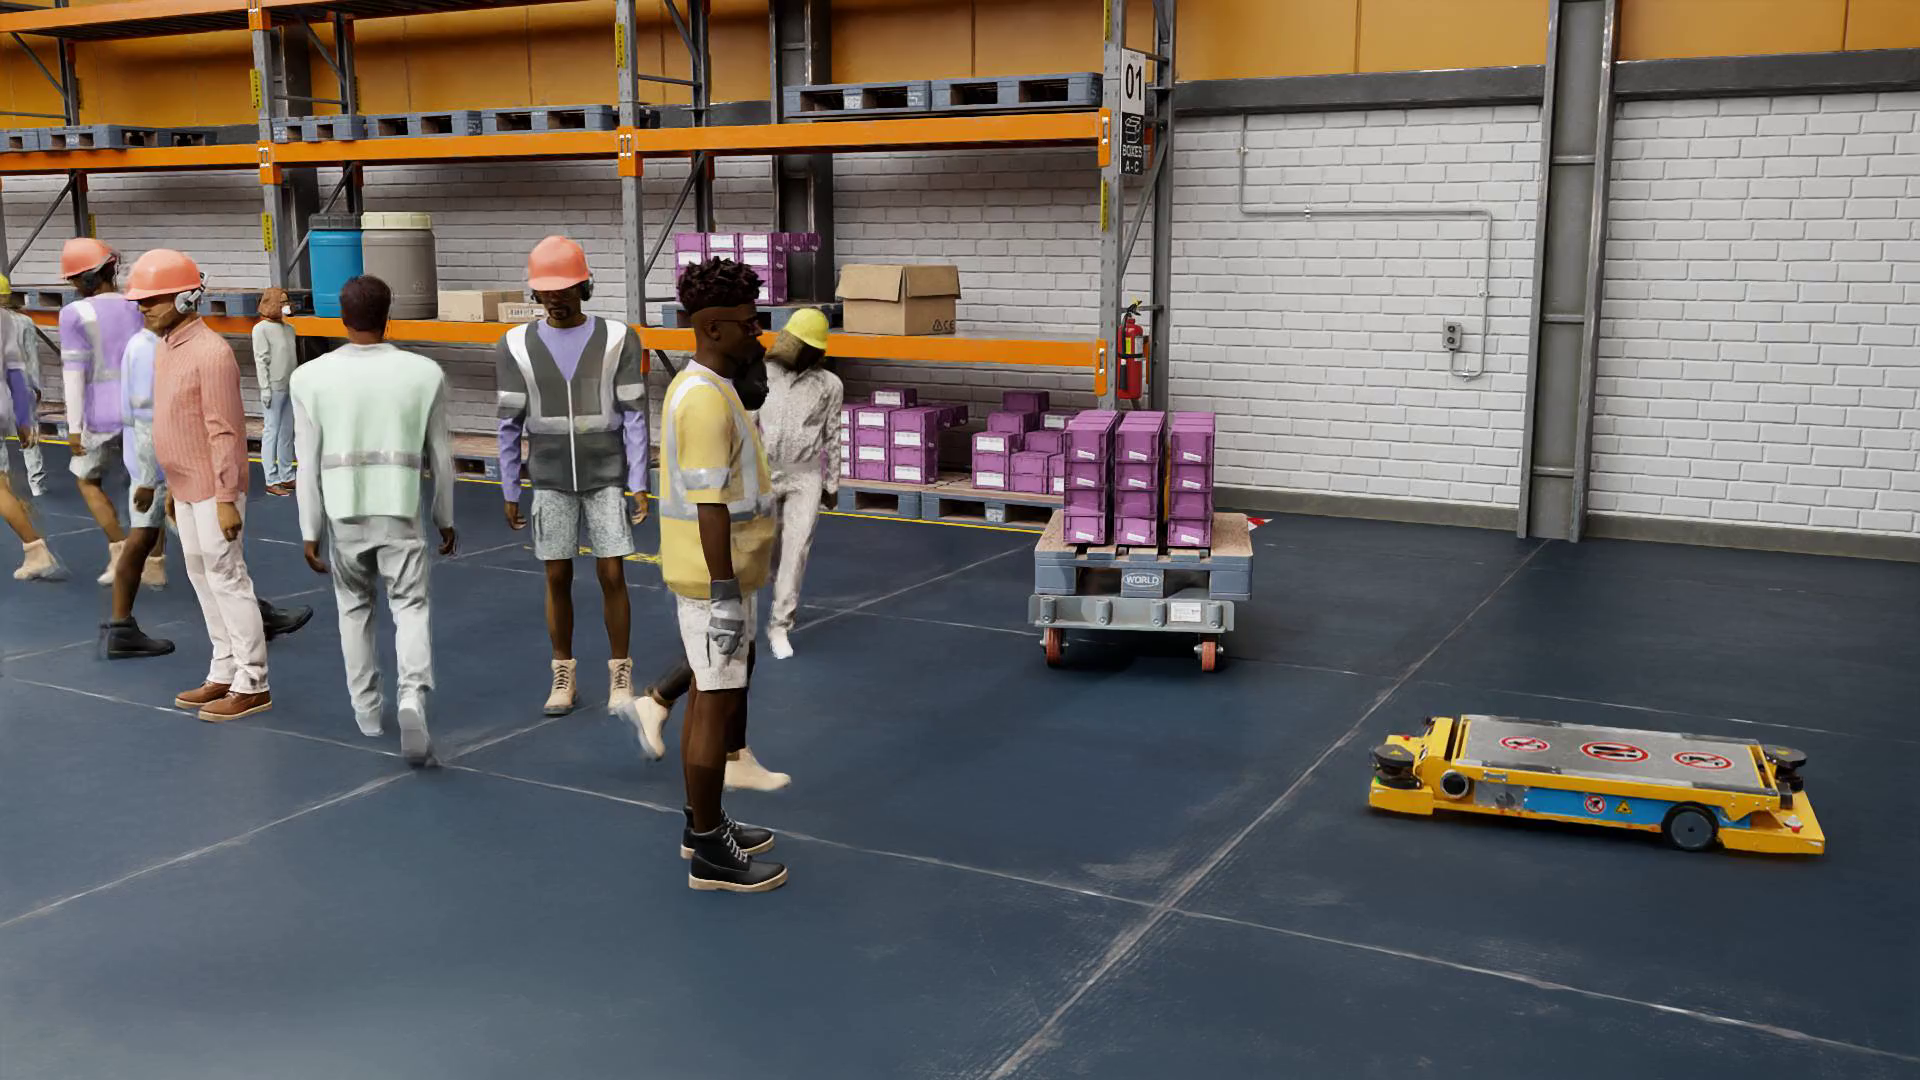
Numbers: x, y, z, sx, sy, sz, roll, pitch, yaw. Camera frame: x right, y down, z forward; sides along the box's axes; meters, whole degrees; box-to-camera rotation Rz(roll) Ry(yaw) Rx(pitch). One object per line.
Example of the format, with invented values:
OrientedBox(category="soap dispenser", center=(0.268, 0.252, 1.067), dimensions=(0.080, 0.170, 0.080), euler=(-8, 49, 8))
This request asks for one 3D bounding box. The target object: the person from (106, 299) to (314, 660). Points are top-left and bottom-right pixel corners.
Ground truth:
OrientedBox(category="person", center=(-3.694, -0.381, 8.041), dimensions=(0.984, 1.890, 0.551), euler=(-6, 12, -29))

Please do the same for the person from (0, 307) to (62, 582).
OrientedBox(category="person", center=(-5.776, -0.728, 9.759), dimensions=(1.039, 1.982, 0.640), euler=(3, 11, 18))

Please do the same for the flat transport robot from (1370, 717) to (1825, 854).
OrientedBox(category="flat transport robot", center=(2.214, 0.832, 5.865), dimensions=(1.431, 0.197, 0.652), euler=(4, 11, 19))

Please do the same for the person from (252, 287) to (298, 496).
OrientedBox(category="person", center=(-5.350, -1.172, 13.113), dimensions=(0.279, 1.634, 0.498), euler=(2, 11, 11))

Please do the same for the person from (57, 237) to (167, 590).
OrientedBox(category="person", center=(-4.777, -0.697, 9.459), dimensions=(0.438, 2.016, 0.665), euler=(7, 12, 33))

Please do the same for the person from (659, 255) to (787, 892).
OrientedBox(category="person", center=(-0.751, 0.106, 5.202), dimensions=(0.361, 1.961, 0.616), euler=(-2, 11, -12))

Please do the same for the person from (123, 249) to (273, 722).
OrientedBox(category="person", center=(-3.199, -0.217, 6.958), dimensions=(0.434, 1.976, 0.613), euler=(-10, 14, -43))

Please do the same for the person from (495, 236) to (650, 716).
OrientedBox(category="person", center=(-1.625, -0.253, 7.009), dimensions=(0.623, 2.028, 0.410), euler=(-1, 10, -7))

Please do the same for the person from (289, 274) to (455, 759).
OrientedBox(category="person", center=(-2.281, -0.093, 6.524), dimensions=(0.596, 1.884, 0.863), euler=(-4, 11, -22))

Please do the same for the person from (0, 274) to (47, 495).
OrientedBox(category="person", center=(-7.426, -1.199, 12.952), dimensions=(0.493, 1.746, 0.283), euler=(-7, 13, -35))

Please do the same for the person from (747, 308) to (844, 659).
OrientedBox(category="person", center=(-0.845, -0.316, 8.256), dimensions=(0.547, 1.683, 0.819), euler=(0, 10, -2))

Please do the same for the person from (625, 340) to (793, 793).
OrientedBox(category="person", center=(-0.940, 0.091, 6.056), dimensions=(0.593, 1.679, 0.541), euler=(1, 10, 4))
